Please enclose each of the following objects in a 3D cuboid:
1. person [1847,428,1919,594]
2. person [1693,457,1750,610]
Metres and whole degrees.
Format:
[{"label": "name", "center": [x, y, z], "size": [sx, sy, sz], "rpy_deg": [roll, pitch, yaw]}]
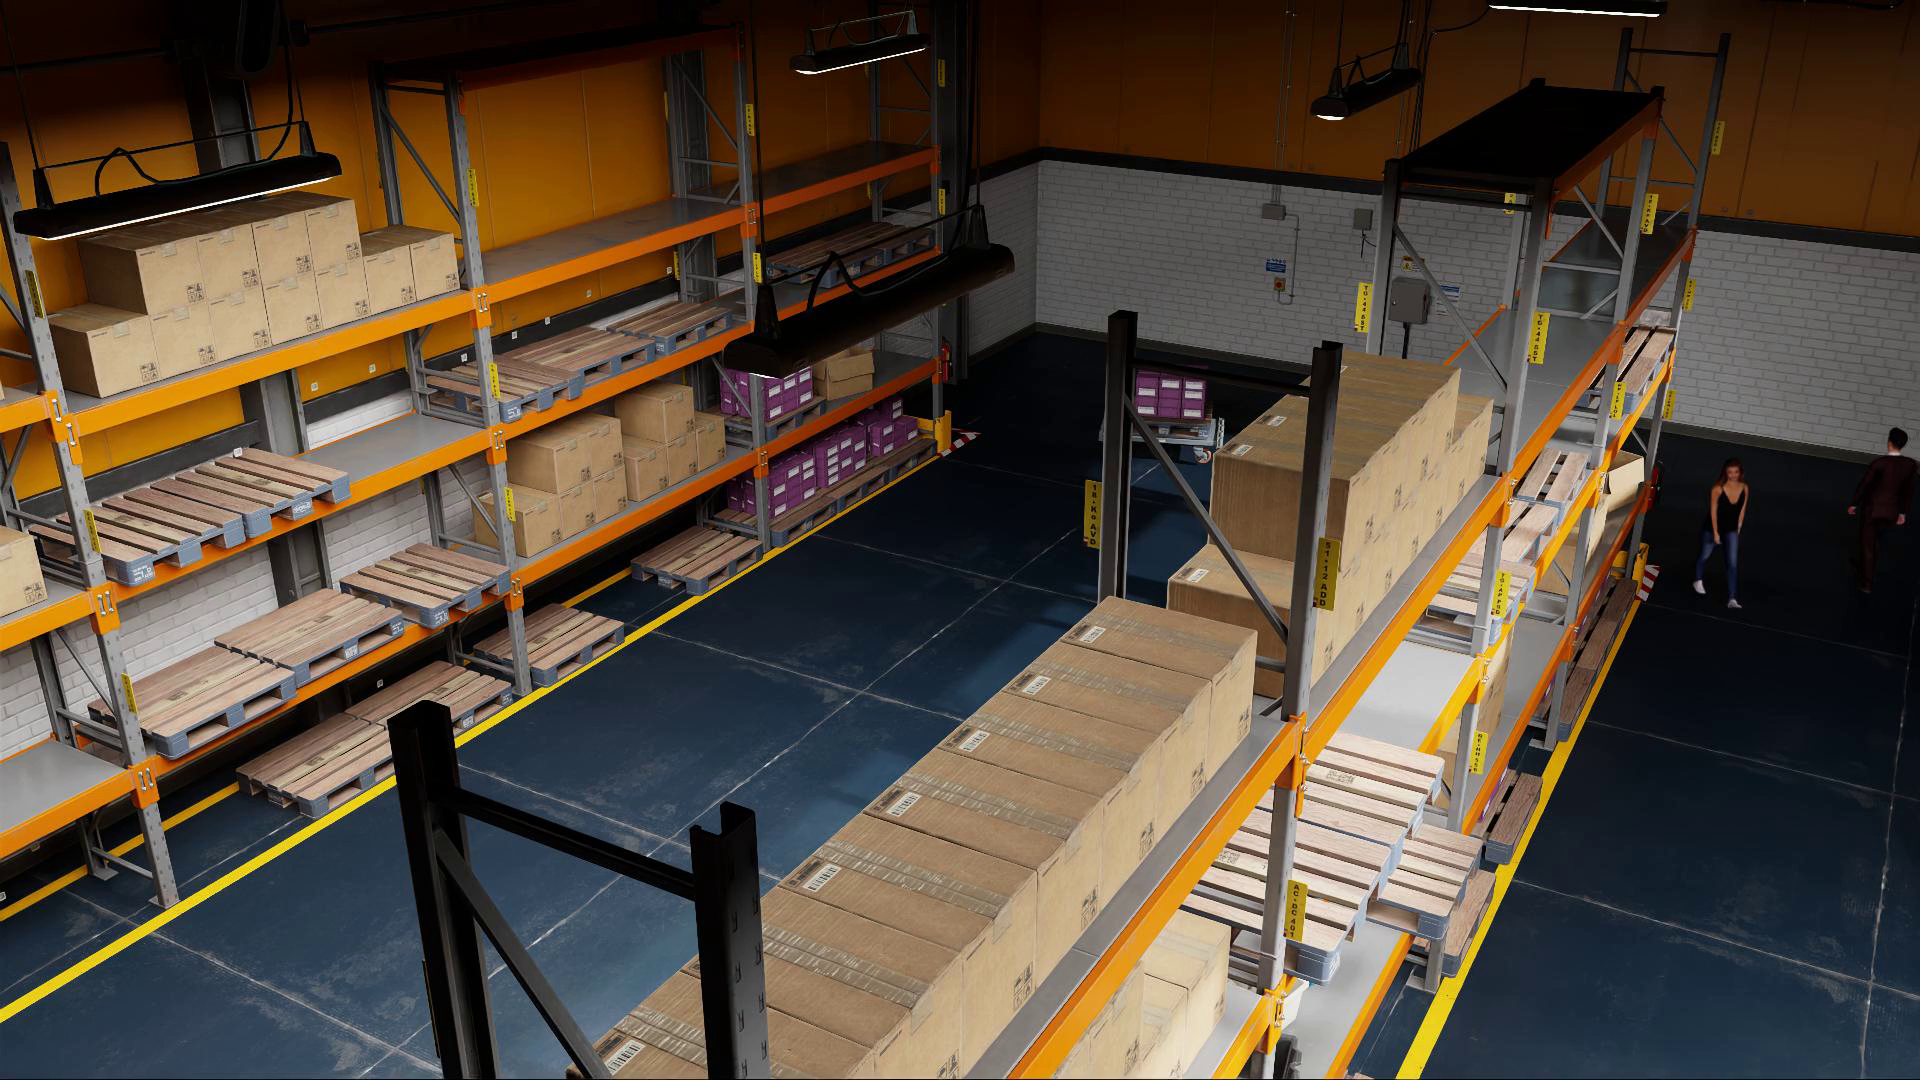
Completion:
[{"label": "person", "center": [10.146, -0.293, 18.268], "size": [0.988, 1.843, 1.096], "rpy_deg": [-2, 24, -5]}, {"label": "person", "center": [8.237, -0.124, 18.102], "size": [0.926, 1.666, 1.152], "rpy_deg": [0, 24, 0]}]
